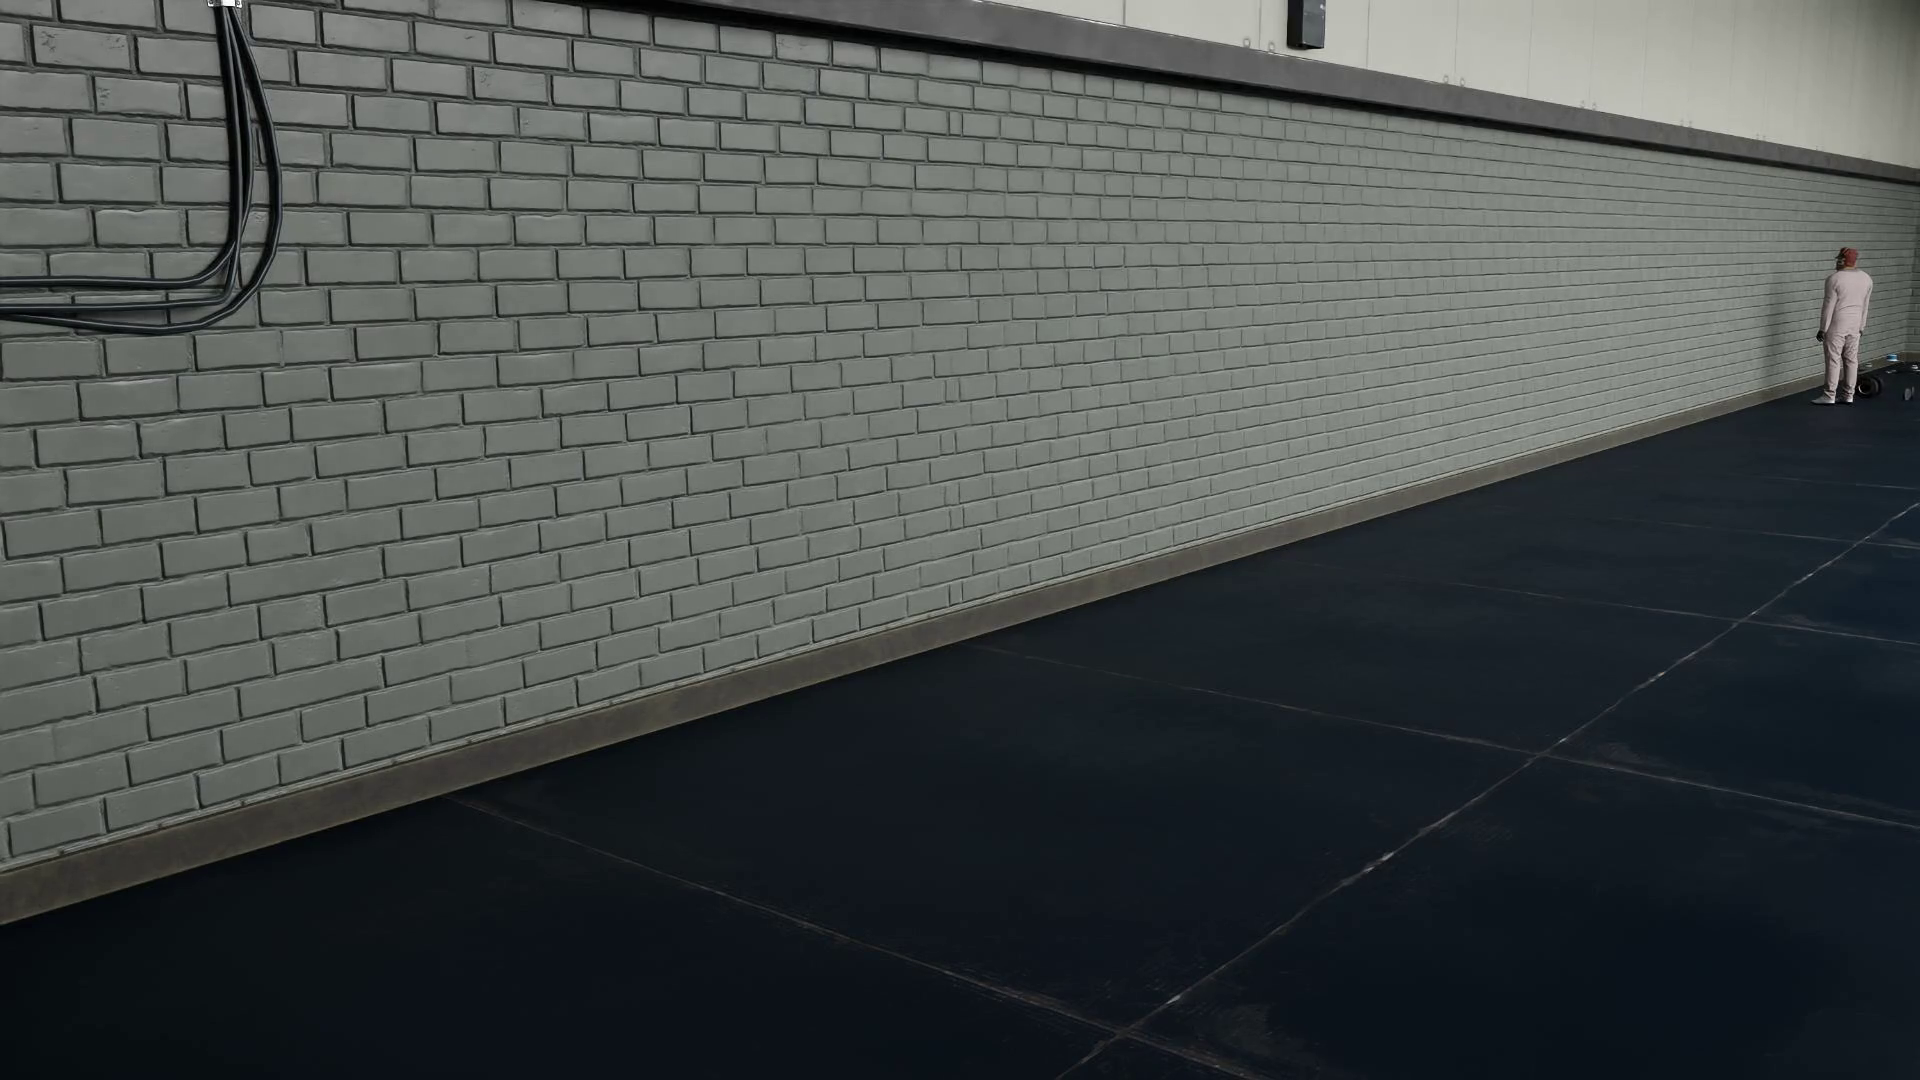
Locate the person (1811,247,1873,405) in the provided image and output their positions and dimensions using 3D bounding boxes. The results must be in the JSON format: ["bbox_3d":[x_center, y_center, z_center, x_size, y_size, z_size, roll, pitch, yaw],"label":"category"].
[{"bbox_3d":[10.750,-2.605,20.303,0.646,1.913,0.409,-3,11,-16],"label":"person"}]

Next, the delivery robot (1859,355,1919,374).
[{"bbox_3d":[11.901,-2.251,21.241,0.698,0.223,0.335,8,13,36],"label":"delivery robot"}]
